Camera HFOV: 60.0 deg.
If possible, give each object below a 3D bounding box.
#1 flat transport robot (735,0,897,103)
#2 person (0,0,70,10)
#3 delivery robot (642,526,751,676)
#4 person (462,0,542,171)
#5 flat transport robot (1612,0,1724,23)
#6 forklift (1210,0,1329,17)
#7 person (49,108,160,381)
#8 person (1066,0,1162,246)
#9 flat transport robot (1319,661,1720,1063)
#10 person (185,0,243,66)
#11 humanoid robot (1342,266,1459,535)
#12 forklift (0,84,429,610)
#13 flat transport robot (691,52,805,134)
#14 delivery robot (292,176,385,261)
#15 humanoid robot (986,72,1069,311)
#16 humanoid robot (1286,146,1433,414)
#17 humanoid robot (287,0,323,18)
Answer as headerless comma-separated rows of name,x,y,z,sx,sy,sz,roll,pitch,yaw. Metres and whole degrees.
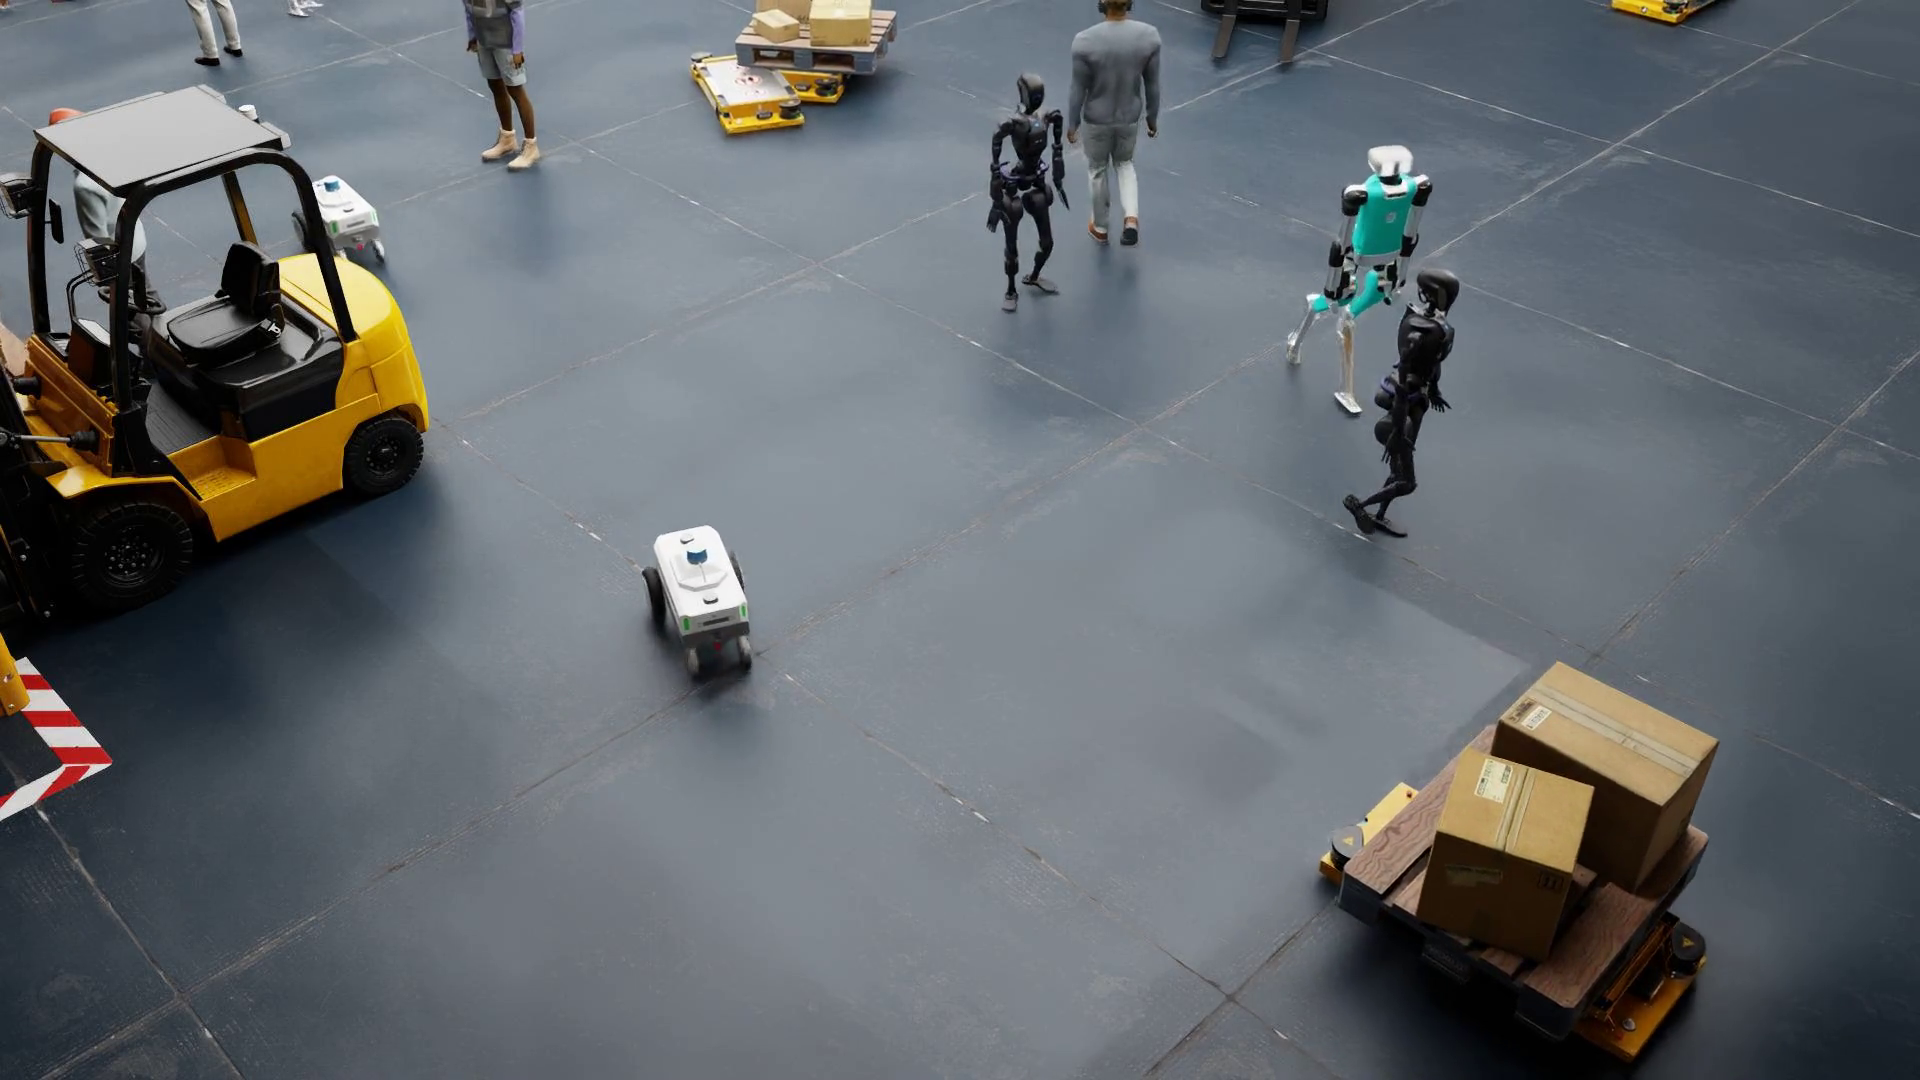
flat transport robot,-1.238,-4.202,14.621,0.659,0.231,1.431,6,37,8
person,-8.959,-5.869,15.577,0.500,1.790,0.977,30,46,34
delivery robot,-1.314,0.261,8.424,0.499,0.613,0.803,-12,39,-16
person,-3.550,-3.810,12.619,0.613,2.038,0.393,26,44,30
flat transport robot,6.998,-5.347,16.154,1.431,0.231,0.659,-30,46,-34
forklift,3.106,-6.400,15.960,1.214,2.155,2.313,8,37,10
person,-5.184,-1.802,10.182,0.351,1.739,0.572,-4,37,-5
person,1.068,-2.899,11.501,0.655,1.917,0.558,-8,37,-10
flat transport robot,2.297,1.526,6.954,1.431,0.231,0.659,30,46,34
person,-6.674,-5.038,14.476,0.384,1.784,0.539,21,42,25
humanoid robot,2.347,-0.721,8.783,0.406,1.651,0.600,21,42,26
forklift,-4.145,-1.093,8.856,2.313,2.155,1.214,-31,47,-34
flat transport robot,-1.821,-3.825,14.116,0.659,0.231,1.431,-12,38,-15
delivery robot,-4.407,-2.292,11.819,0.499,0.585,0.765,-25,43,-29
humanoid robot,0.424,-2.294,10.889,0.596,1.642,0.389,-20,41,-24
humanoid robot,2.308,-1.660,9.999,0.536,1.766,0.990,-10,38,-12
humanoid robot,-6.286,-5.820,15.551,0.781,1.749,0.586,2,37,2
